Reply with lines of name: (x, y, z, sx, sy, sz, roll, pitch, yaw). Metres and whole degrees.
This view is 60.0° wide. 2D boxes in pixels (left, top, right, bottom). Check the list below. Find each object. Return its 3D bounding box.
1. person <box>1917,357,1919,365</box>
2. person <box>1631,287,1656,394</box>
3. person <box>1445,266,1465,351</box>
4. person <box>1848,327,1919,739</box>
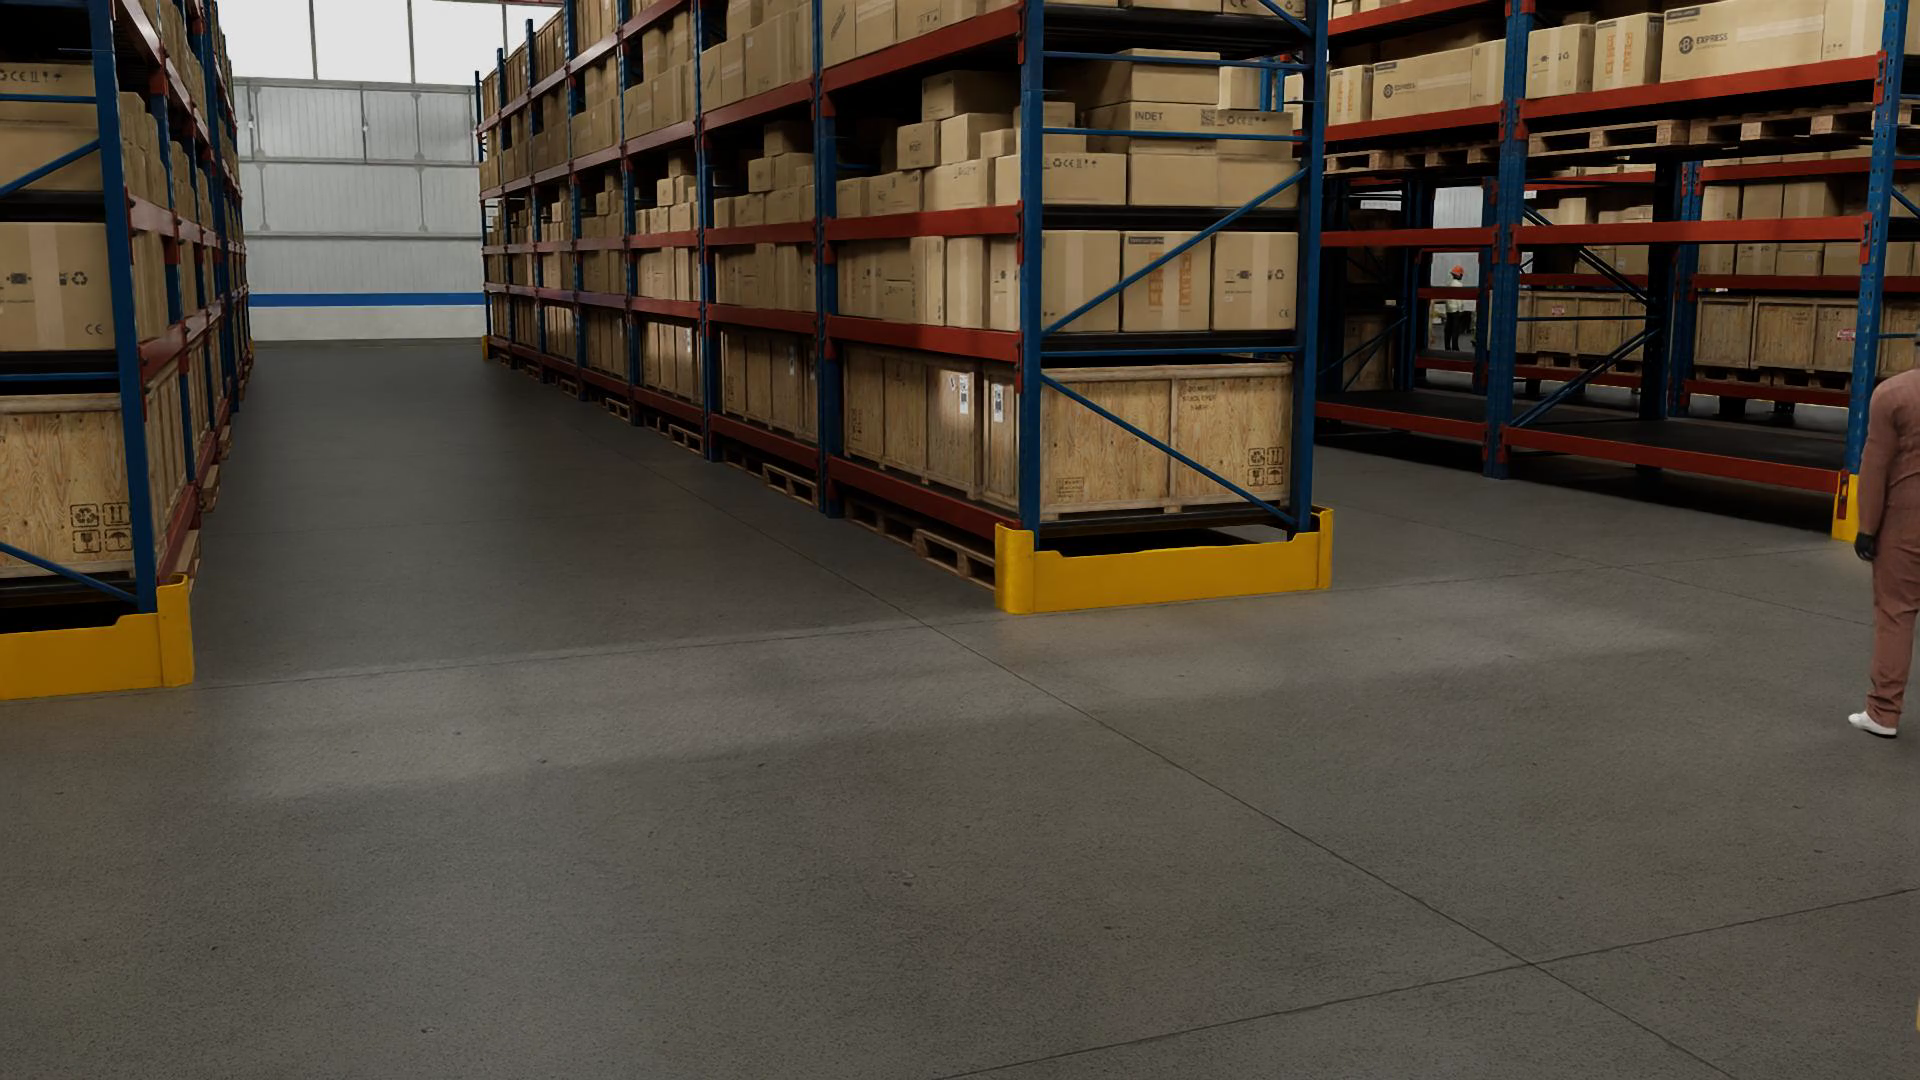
person: (8.944, -1.363, 15.183, 0.620, 1.818, 0.480, -3, 10, -17)
person: (10.857, -3.172, 26.221, 0.523, 1.760, 0.333, -2, 10, -14)
person: (11.074, -5.121, 37.185, 0.381, 1.994, 0.613, -3, 10, -17)
person: (4.242, -0.074, 7.268, 0.639, 1.899, 0.396, 1, 10, 5)
